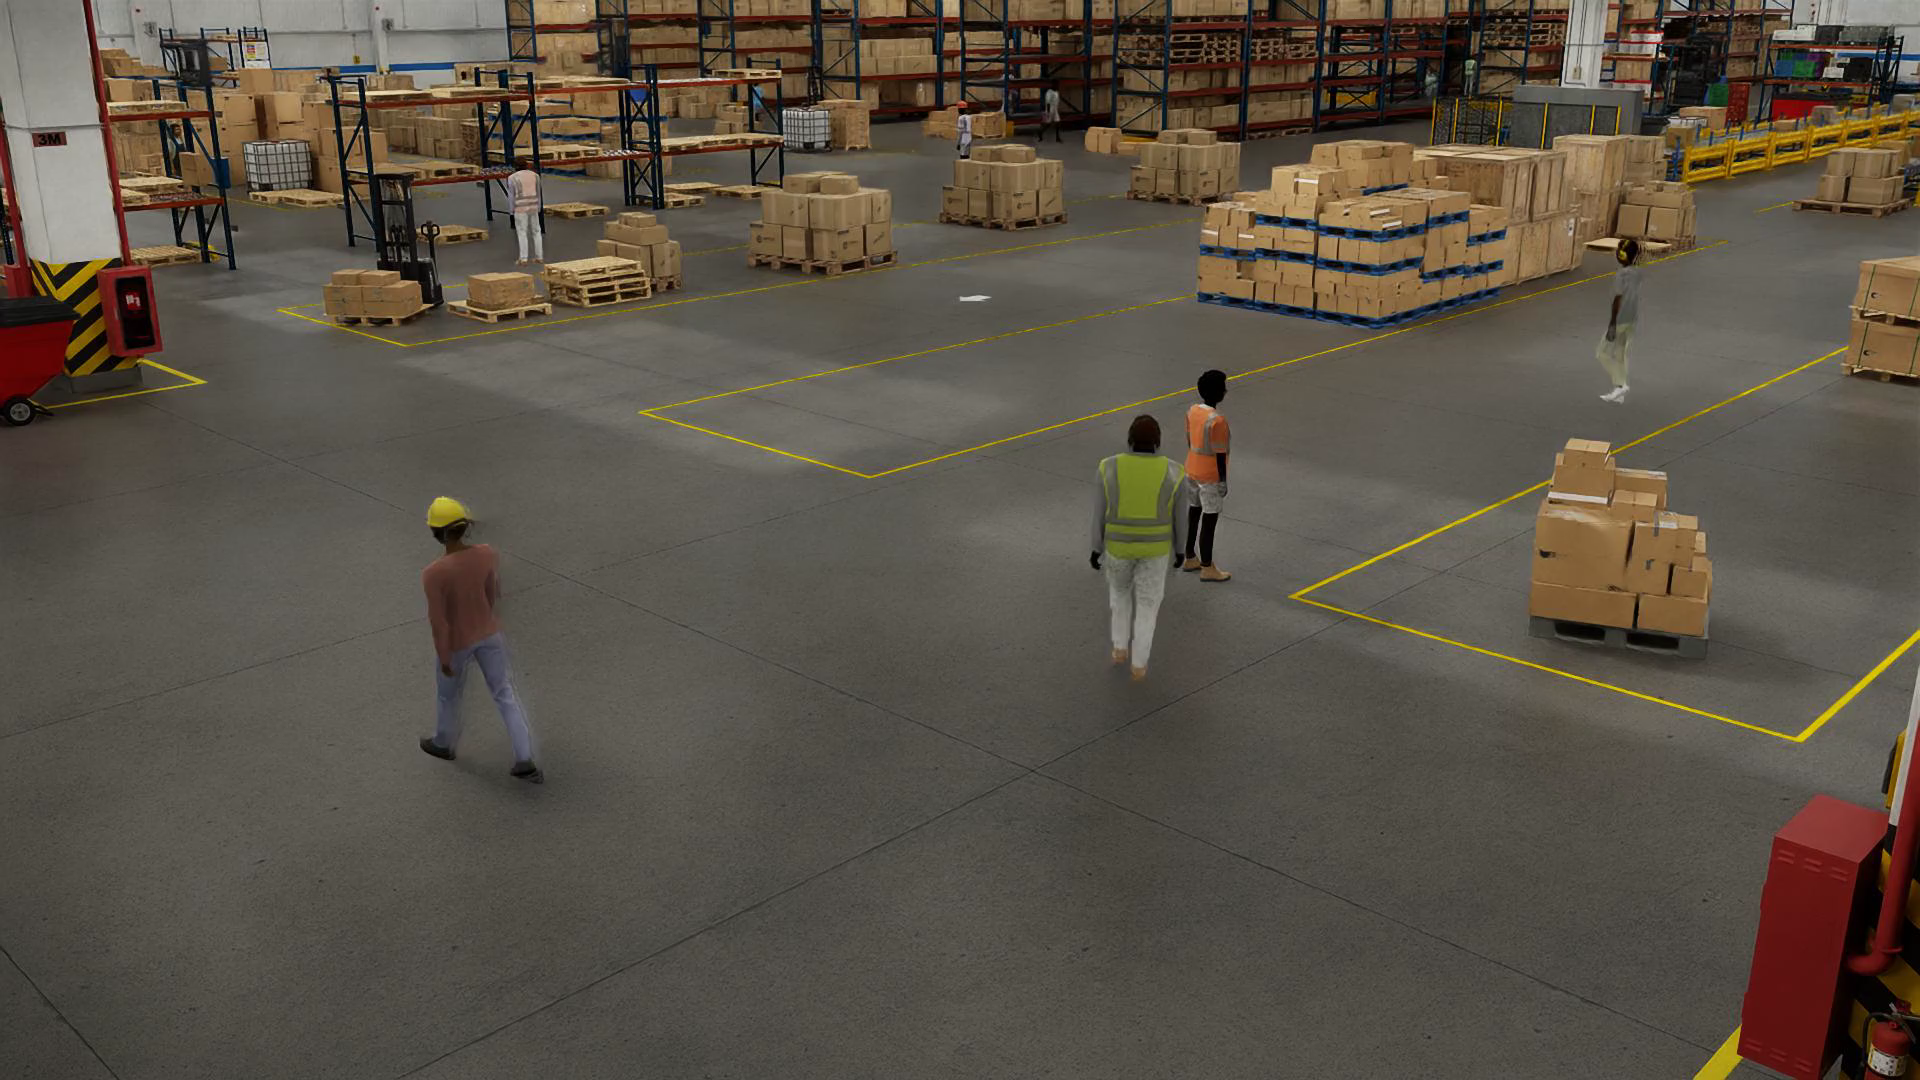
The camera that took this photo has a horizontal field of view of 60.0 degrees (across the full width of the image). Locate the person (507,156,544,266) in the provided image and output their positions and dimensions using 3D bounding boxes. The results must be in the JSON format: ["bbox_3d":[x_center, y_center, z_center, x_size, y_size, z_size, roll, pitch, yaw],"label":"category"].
[{"bbox_3d":[-7.397,-5.592,28.278,0.431,1.835,0.624,17,25,41],"label":"person"}]

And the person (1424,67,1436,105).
[{"bbox_3d":[18.411,-17.668,65.000,0.593,1.608,0.532,-14,23,-35],"label":"person"}]

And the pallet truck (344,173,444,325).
[{"bbox_3d":[-8.209,-4.181,23.757,0.823,1.965,1.885,3,19,9],"label":"pallet truck"}]

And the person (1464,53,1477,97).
[{"bbox_3d":[22.108,-20.143,72.083,0.376,1.845,0.570,-13,23,-35],"label":"person"}]

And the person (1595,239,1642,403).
[{"bbox_3d":[7.460,-2.462,18.804,0.538,1.858,0.387,-13,23,-35],"label":"person"}]

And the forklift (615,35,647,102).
[{"bbox_3d":[-12.749,-17.643,62.938,1.873,2.768,1.129,-2,18,-5],"label":"forklift"}]

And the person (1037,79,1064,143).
[{"bbox_3d":[2.782,-13.090,50.722,0.816,1.938,0.613,14,23,37],"label":"person"}]

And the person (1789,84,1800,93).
[{"bbox_3d":[34.171,-18.774,68.059,0.601,1.790,0.791,13,23,35],"label":"person"}]

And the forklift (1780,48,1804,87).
[{"bbox_3d":[39.512,-22.609,77.901,1.129,2.768,1.873,17,25,41],"label":"forklift"}]

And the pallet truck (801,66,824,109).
[{"bbox_3d":[-4.812,-15.182,56.903,0.823,1.965,1.885,-9,21,-26],"label":"pallet truck"}]

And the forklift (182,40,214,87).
[{"bbox_3d":[-26.453,-15.979,57.923,1.129,2.768,1.873,9,21,26],"label":"forklift"}]

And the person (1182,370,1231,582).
[{"bbox_3d":[1.963,-0.513,13.178,0.318,1.697,0.533,-7,20,-21],"label":"person"}]

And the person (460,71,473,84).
[{"bbox_3d":[-16.553,-14.674,55.539,0.802,1.889,0.614,9,20,26],"label":"person"}]

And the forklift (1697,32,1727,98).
[{"bbox_3d":[30.630,-19.346,68.067,1.129,2.768,1.873,17,25,41],"label":"forklift"}]

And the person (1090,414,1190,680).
[{"bbox_3d":[1.231,0.027,11.346,0.661,1.824,0.595,3,19,10],"label":"person"}]

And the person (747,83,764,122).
[{"bbox_3d":[-6.856,-14.522,55.423,0.557,1.656,0.819,-11,21,-29],"label":"person"}]

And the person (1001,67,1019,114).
[{"bbox_3d":[1.730,-15.939,59.375,1.037,1.892,0.637,-12,22,-32],"label":"person"}]

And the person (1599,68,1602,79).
[{"bbox_3d":[22.294,-15.548,58.173,0.636,1.900,0.399,12,22,32],"label":"person"}]

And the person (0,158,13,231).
[{"bbox_3d":[-18.631,-6.981,32.289,0.369,1.936,0.630,-9,20,-25],"label":"person"}]

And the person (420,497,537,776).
[{"bbox_3d":[-2.918,0.578,9.864,0.945,1.720,0.522,15,24,38],"label":"person"}]

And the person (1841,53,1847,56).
[{"bbox_3d":[37.227,-19.598,70.307,0.455,1.930,0.624,-16,24,-40],"label":"person"}]

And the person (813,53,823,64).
[{"bbox_3d":[-5.909,-19.722,70.625,0.823,1.960,0.641,-17,25,-41],"label":"person"}]

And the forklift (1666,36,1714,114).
[{"bbox_3d":[27.341,-17.291,61.877,1.129,2.768,1.873,17,25,41],"label":"forklift"}]

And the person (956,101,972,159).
[{"bbox_3d":[0.078,-9.720,40.566,0.399,1.929,0.539,9,20,25],"label":"person"}]

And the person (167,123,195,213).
[{"bbox_3d":[-16.439,-7.840,35.018,0.332,1.844,0.508,3,19,9],"label":"person"}]

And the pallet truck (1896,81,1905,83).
[{"bbox_3d":[34.802,-16.331,61.455,0.653,1.274,1.630,17,25,41],"label":"pallet truck"}]
